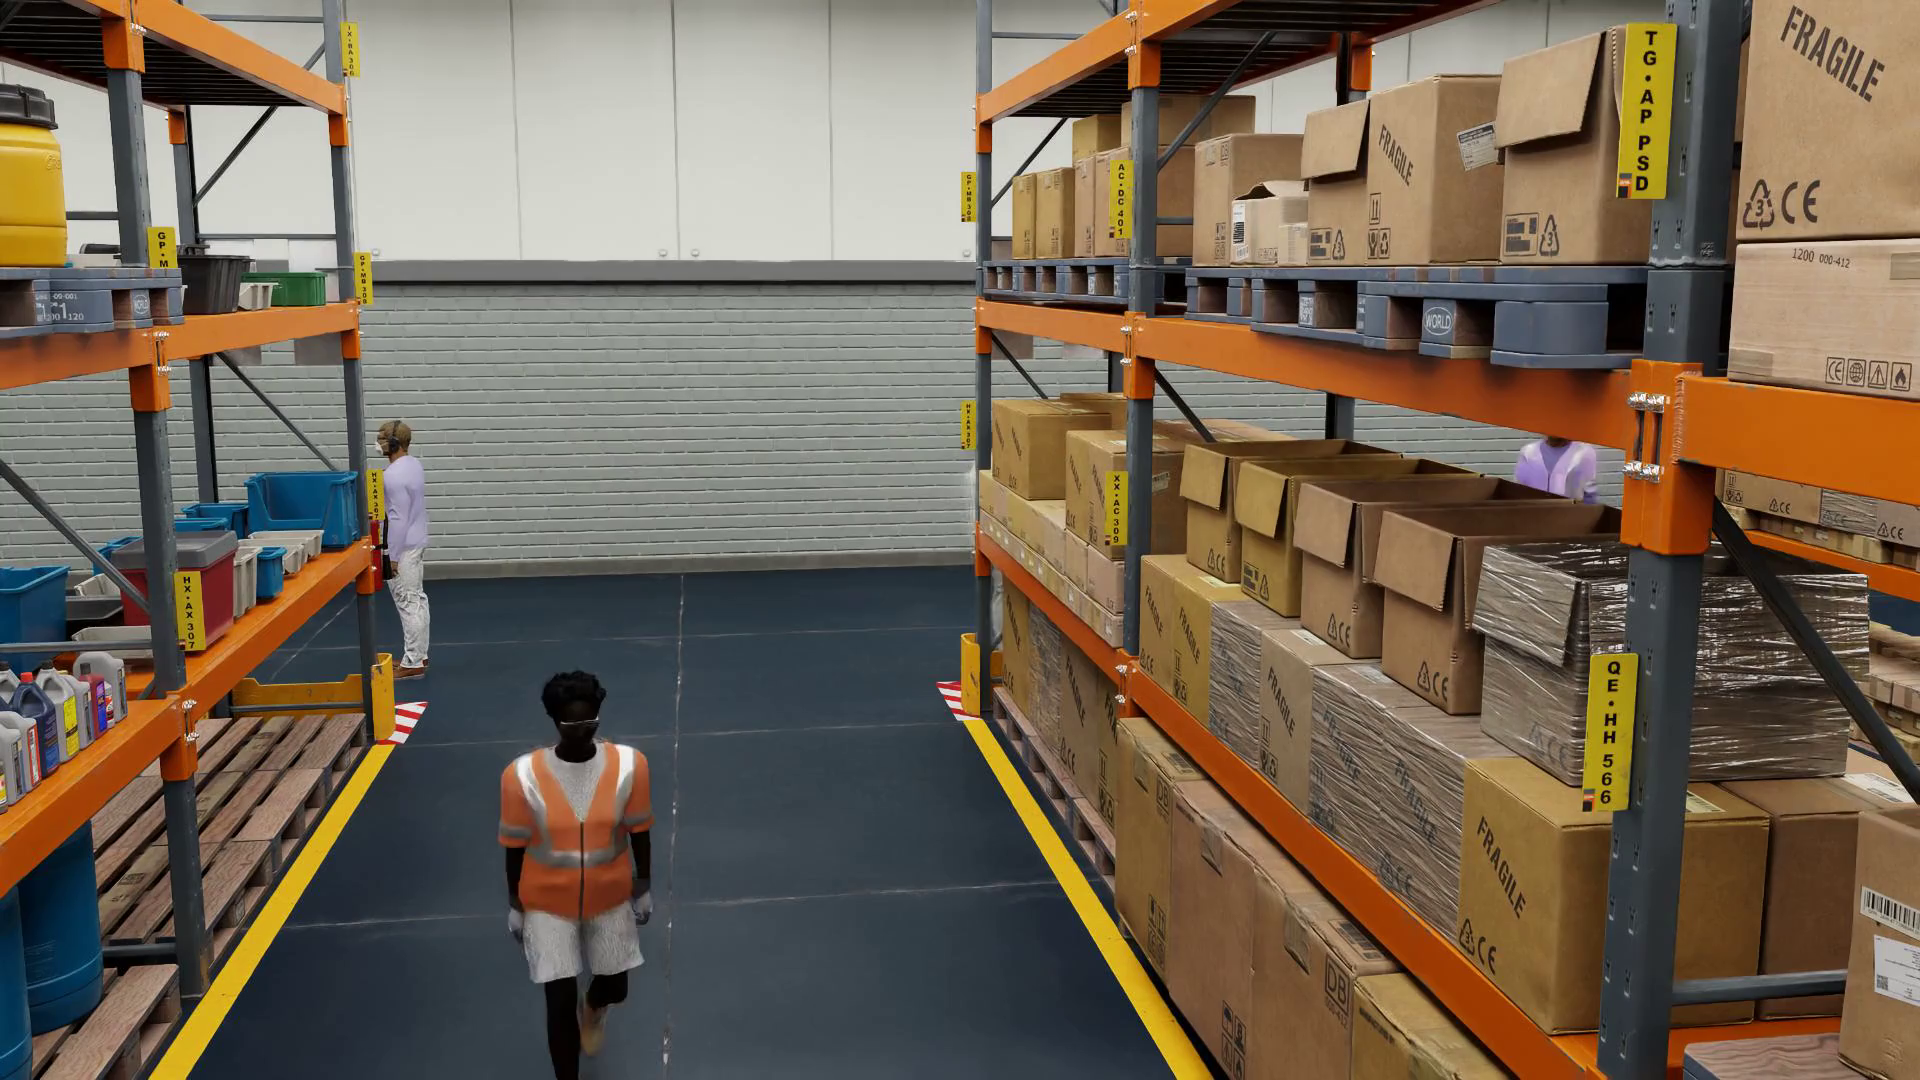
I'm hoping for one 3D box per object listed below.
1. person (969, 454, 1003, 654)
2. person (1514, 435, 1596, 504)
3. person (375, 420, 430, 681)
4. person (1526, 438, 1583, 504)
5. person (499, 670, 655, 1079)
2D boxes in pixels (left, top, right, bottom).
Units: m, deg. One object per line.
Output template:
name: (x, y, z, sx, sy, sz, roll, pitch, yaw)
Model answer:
person: (0.391, 0.025, 12.728, 0.651, 1.912, 0.568, 5, 10, 27)
person: (4.696, -0.119, 13.280, 0.708, 2.019, 0.579, 8, 12, 41)
person: (-4.144, 0.074, 12.356, 0.372, 1.940, 0.630, -1, 9, -7)
person: (4.735, -0.031, 13.419, 0.646, 1.809, 0.652, 6, 11, 32)
person: (-1.367, 1.247, 5.933, 0.541, 1.677, 0.582, -4, 10, -21)
